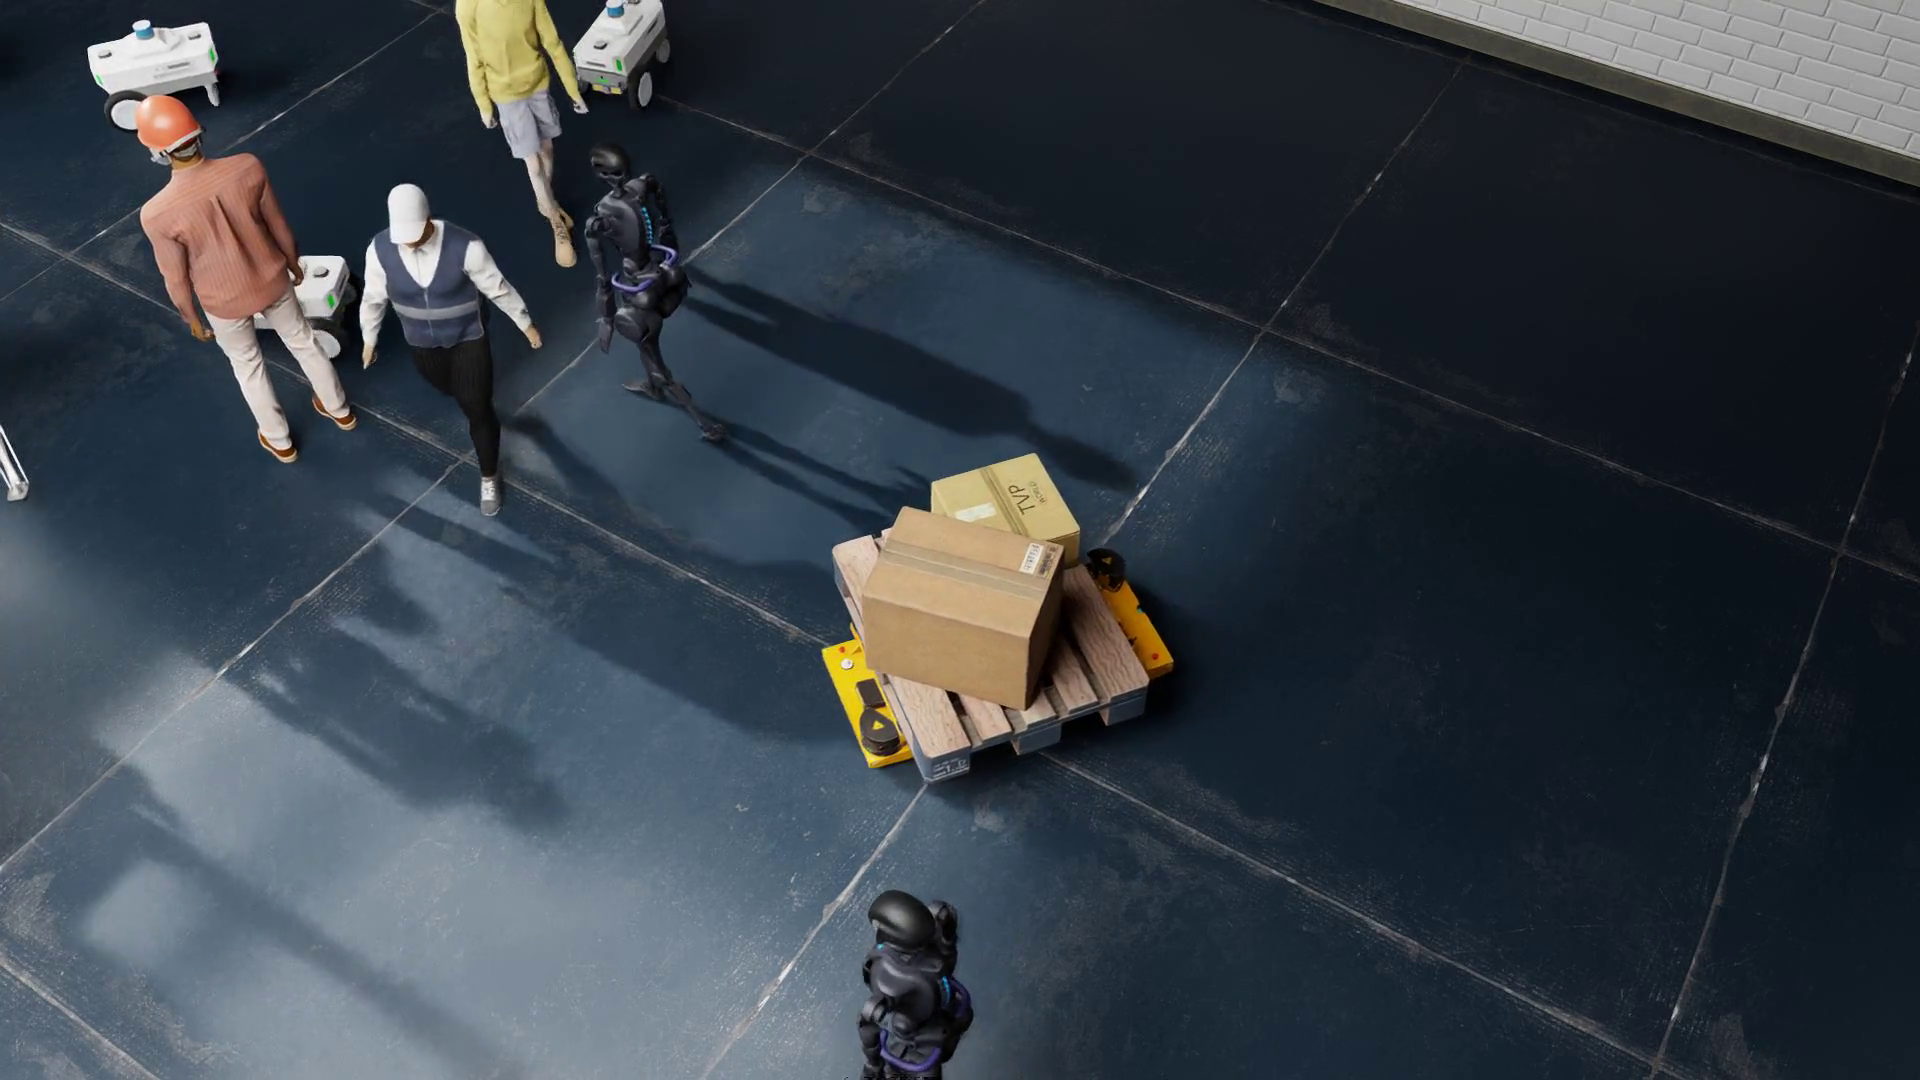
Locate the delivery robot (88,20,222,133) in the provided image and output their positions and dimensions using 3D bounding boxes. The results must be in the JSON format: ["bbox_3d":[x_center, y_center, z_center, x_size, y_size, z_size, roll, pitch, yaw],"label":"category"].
[{"bbox_3d":[-4.893,-2.884,10.128,0.736,0.567,0.501,-18,51,-15],"label":"delivery robot"}]

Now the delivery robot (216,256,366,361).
[{"bbox_3d":[-3.548,-1.275,8.751,0.805,0.612,0.499,0,49,0],"label":"delivery robot"}]

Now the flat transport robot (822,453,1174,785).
[{"bbox_3d":[0.166,0.506,7.373,1.431,0.231,0.659,-17,51,-14],"label":"flat transport robot"}]

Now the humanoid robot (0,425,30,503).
[{"bbox_3d":[-4.803,-0.913,7.629,0.535,1.725,0.963,-28,54,-22],"label":"humanoid robot"}]

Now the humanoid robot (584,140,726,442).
[{"bbox_3d":[-1.457,-1.165,7.940,0.739,1.648,0.616,24,53,19],"label":"humanoid robot"}]

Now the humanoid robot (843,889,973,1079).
[{"bbox_3d":[-0.165,1.627,5.455,0.333,1.648,0.610,22,53,18],"label":"humanoid robot"}]

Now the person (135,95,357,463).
[{"bbox_3d":[-3.343,-1.187,7.718,0.621,1.985,0.403,-36,58,-27],"label":"person"}]

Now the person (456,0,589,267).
[{"bbox_3d":[-2.281,-2.359,8.821,0.524,1.859,0.612,-31,56,-24],"label":"person"}]

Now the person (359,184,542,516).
[{"bbox_3d":[-2.362,-0.993,7.719,0.809,1.724,0.807,-2,49,-2],"label":"person"}]

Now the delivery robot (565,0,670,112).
[{"bbox_3d":[-2.101,-3.045,10.292,0.499,0.602,0.801,12,50,11],"label":"delivery robot"}]
